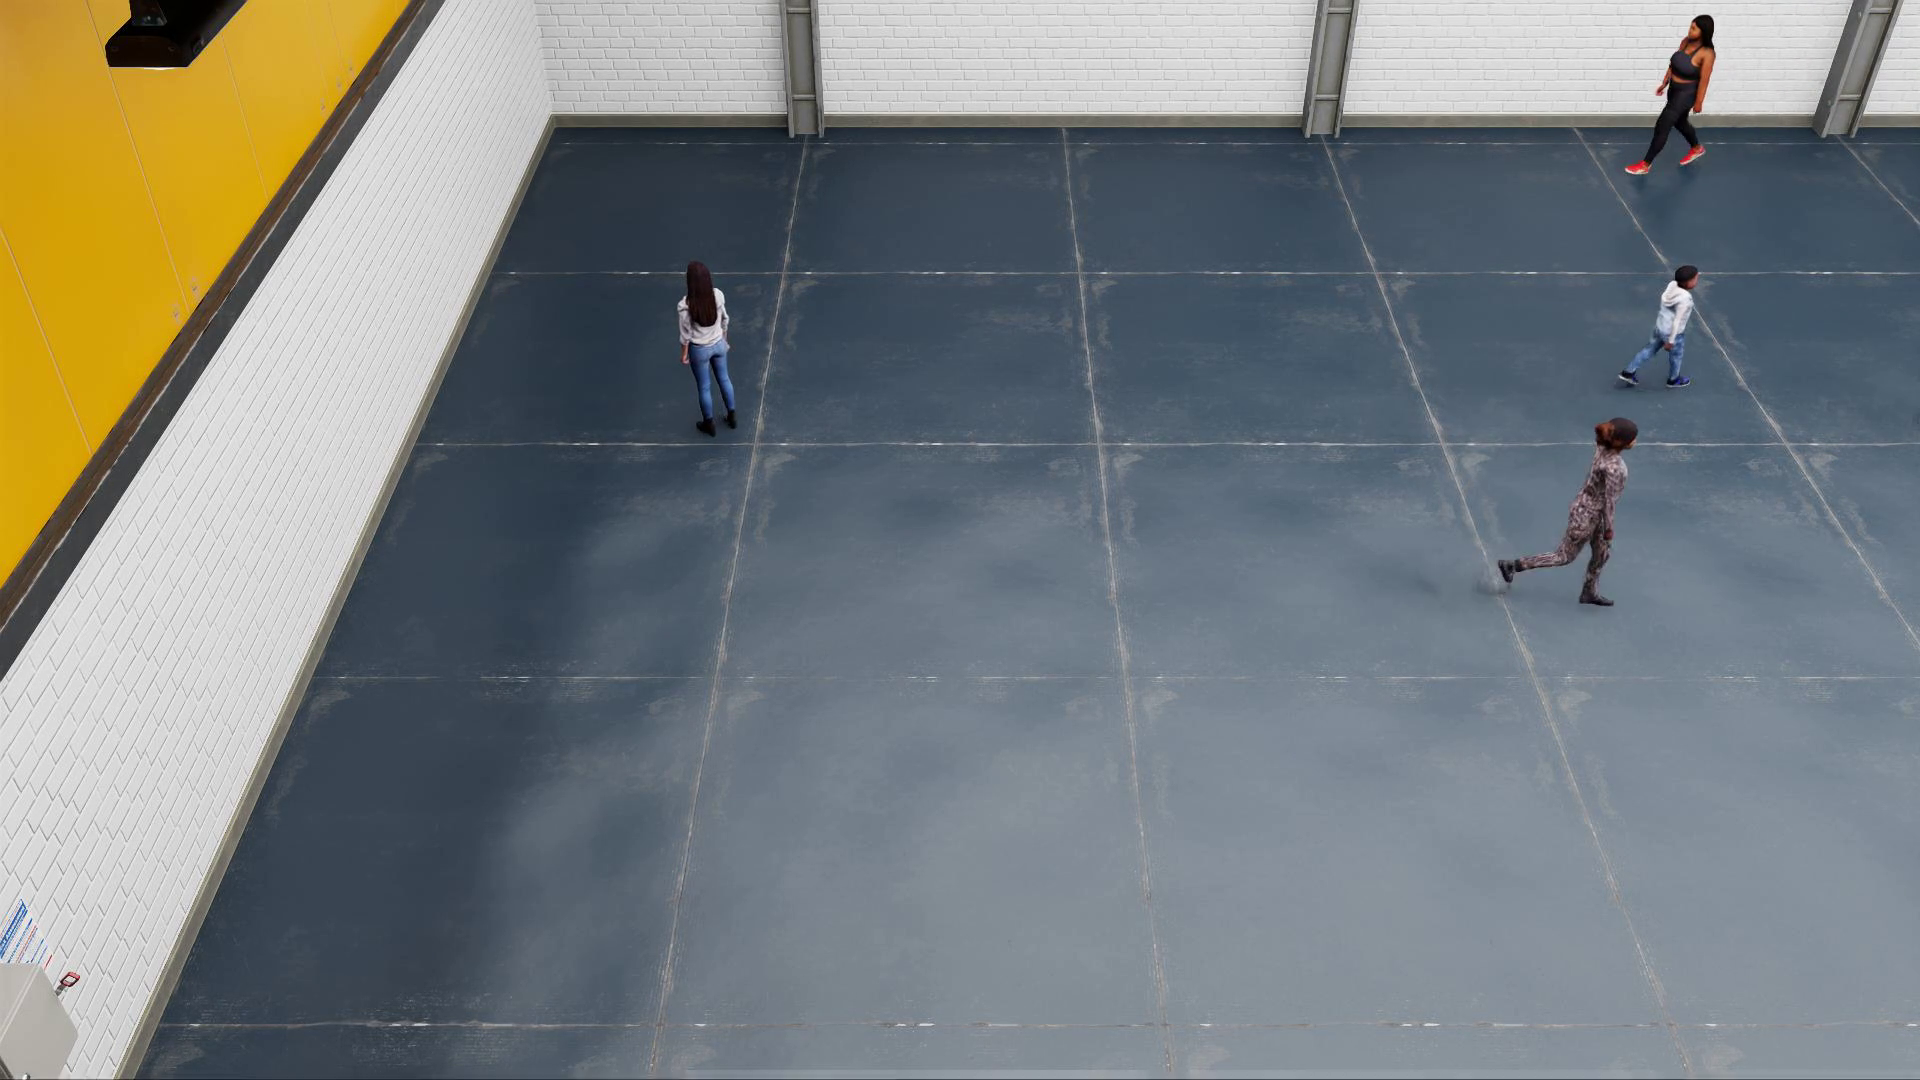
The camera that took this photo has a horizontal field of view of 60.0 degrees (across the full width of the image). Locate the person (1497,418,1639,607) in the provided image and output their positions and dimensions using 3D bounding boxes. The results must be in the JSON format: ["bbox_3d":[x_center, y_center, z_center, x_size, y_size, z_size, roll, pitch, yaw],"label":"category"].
[{"bbox_3d":[4.570,-0.178,12.345,1.190,1.678,0.801,11,40,14],"label":"person"}]

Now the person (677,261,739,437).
[{"bbox_3d":[-2.146,-1.638,14.208,0.670,1.633,0.757,-27,46,-30],"label":"person"}]

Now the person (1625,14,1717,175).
[{"bbox_3d":[7.940,-4.849,18.114,1.271,1.777,0.807,-6,39,-8],"label":"person"}]

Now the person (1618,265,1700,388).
[{"bbox_3d":[6.271,-1.900,14.845,0.896,1.248,0.571,-6,39,-7],"label":"person"}]
